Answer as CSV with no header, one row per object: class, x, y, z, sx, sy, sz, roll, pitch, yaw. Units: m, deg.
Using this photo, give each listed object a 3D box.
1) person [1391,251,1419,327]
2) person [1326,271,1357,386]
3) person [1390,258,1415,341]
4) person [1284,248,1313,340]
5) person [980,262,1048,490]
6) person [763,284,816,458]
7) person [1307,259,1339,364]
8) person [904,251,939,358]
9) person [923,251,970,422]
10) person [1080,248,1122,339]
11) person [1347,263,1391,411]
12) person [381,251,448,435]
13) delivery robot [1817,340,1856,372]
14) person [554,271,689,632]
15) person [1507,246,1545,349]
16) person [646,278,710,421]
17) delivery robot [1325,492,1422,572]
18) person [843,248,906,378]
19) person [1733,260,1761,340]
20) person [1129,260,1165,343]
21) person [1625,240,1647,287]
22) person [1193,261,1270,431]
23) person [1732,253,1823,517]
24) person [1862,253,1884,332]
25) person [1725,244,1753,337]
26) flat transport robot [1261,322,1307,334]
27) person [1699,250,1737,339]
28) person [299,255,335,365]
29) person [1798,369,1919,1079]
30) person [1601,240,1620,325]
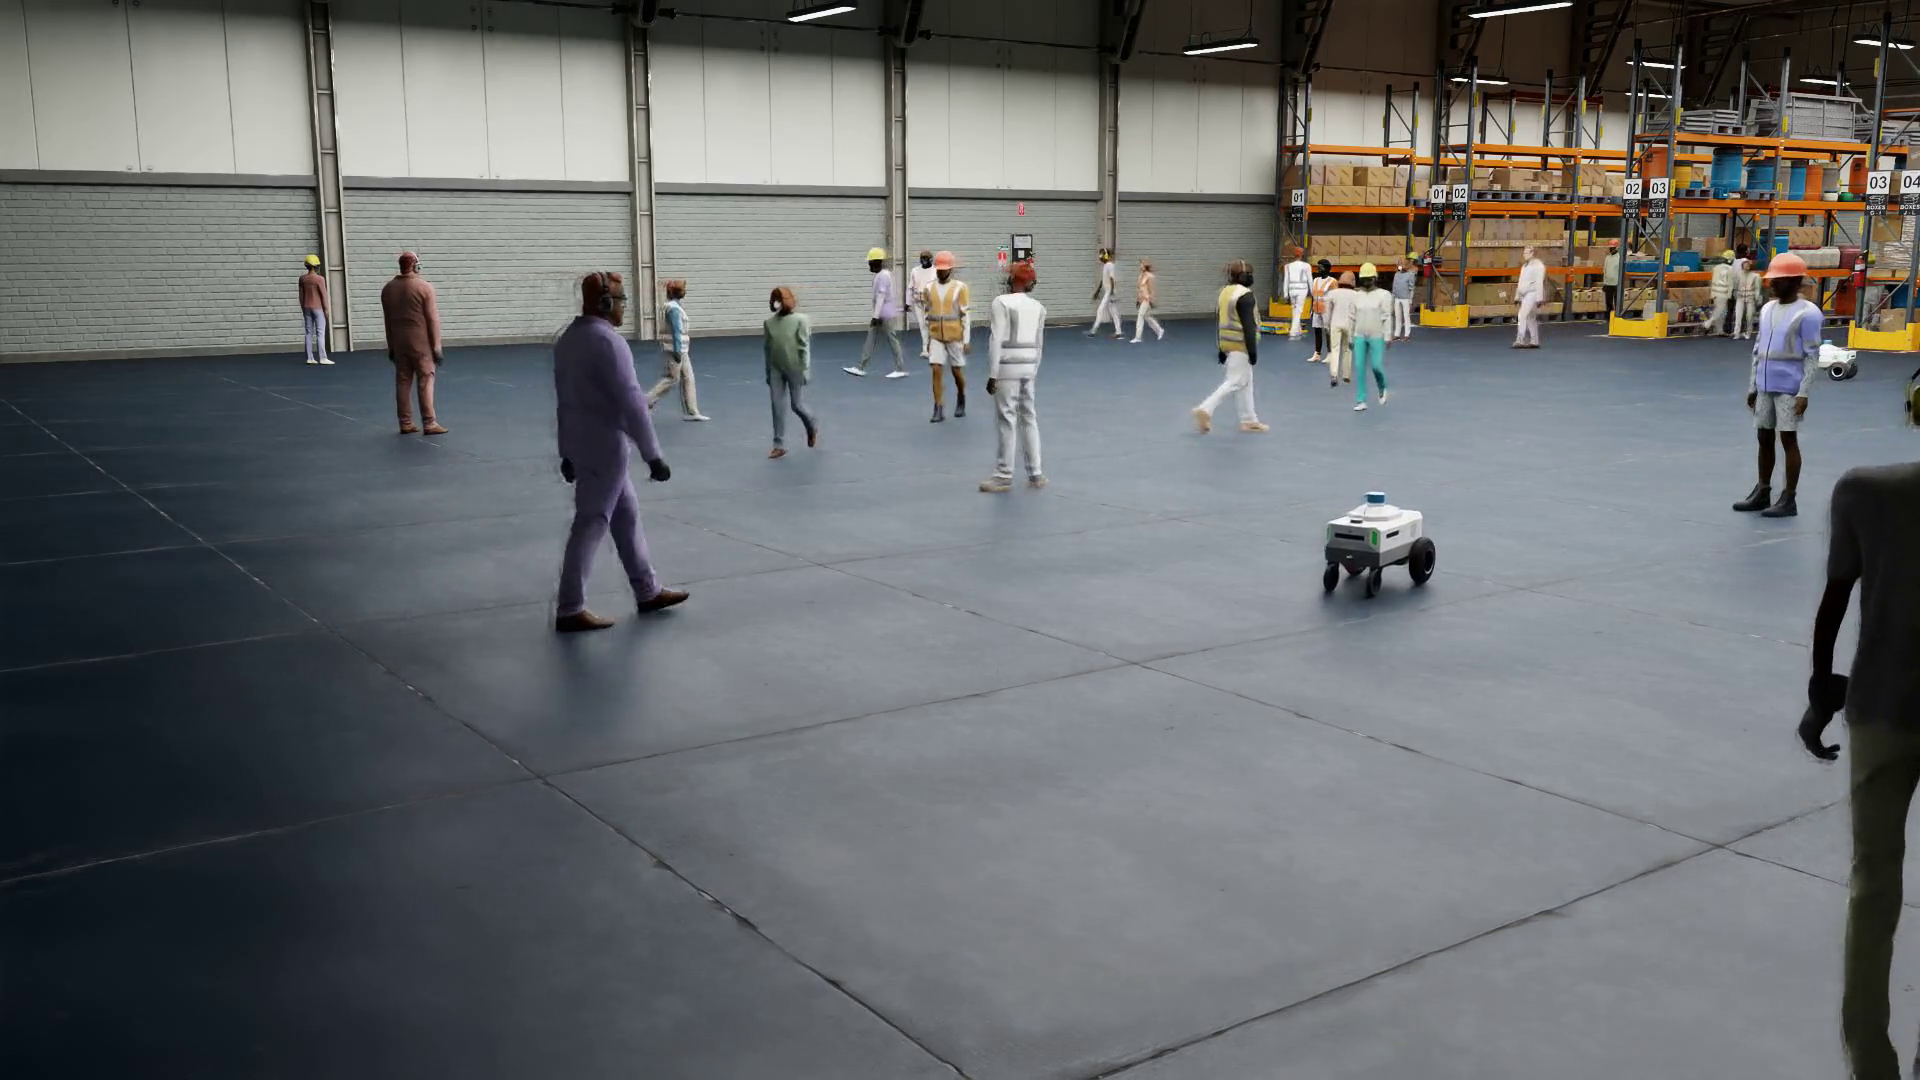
person,10.232,-5.777,38.297,0.558,1.729,0.746,-6,12,-31
person,5.333,-2.952,23.165,0.491,1.593,0.832,3,11,17
person,8.765,-4.756,32.945,0.266,1.631,0.507,-7,13,-35
person,6.803,-4.923,33.308,0.582,1.845,0.852,10,14,43
person,0.430,-1.334,13.603,0.345,1.859,0.705,10,14,44
person,-1.597,-1.592,15.633,0.505,1.619,0.578,4,11,23
person,5.923,-3.725,27.120,0.317,1.695,0.540,-7,13,-35
person,-0.646,-3.998,28.310,0.633,1.817,0.770,5,11,24
person,-0.127,-2.298,18.755,0.565,1.906,0.846,3,11,16
person,2.867,-4.968,33.602,0.949,1.817,0.494,0,10,1
person,4.880,-2.418,19.788,0.550,1.750,0.470,7,13,34
person,-5.685,-2.046,17.347,0.651,1.906,0.407,4,11,20
delivery robot,12.555,-2.649,24.100,0.707,0.478,0.477,9,14,42
person,-1.791,-0.470,8.813,0.924,1.871,0.660,-6,12,-31
person,10.362,-4.453,30.605,0.789,1.875,0.666,-1,10,-4
person,-3.209,-2.106,18.484,0.739,1.609,0.522,-1,10,-5
delivery robot,2.440,-0.039,9.792,0.477,0.478,0.707,8,13,37
person,-1.234,-3.285,24.185,0.961,1.878,0.611,-3,11,-17
person,15.778,-4.816,33.370,0.508,1.601,0.845,7,12,32
person,3.666,-4.660,32.472,0.747,1.614,0.520,-3,11,-15
person,18.205,-7.111,44.869,1.011,1.996,0.635,-7,13,-34
person,2.874,-2.023,17.483,0.844,1.819,0.631,-2,10,-9
person,6.031,-1.136,12.271,0.372,1.935,0.551,-3,11,-18
person,18.134,-4.823,33.067,0.360,1.732,0.489,-8,13,-36
person,16.022,-5.137,34.269,0.388,1.914,0.587,-7,13,-36
flat transport robot,6.663,-4.540,35.502,0.652,0.197,1.431,-7,13,-34
person,15.292,-4.946,33.529,0.665,1.801,0.631,-1,10,-7
person,-10.409,-3.712,26.861,0.533,1.768,0.310,4,11,19
person,2.287,0.429,3.963,0.530,1.832,0.879,7,12,32
person,15.198,-5.964,38.674,0.435,1.974,0.641,-4,11,-22
